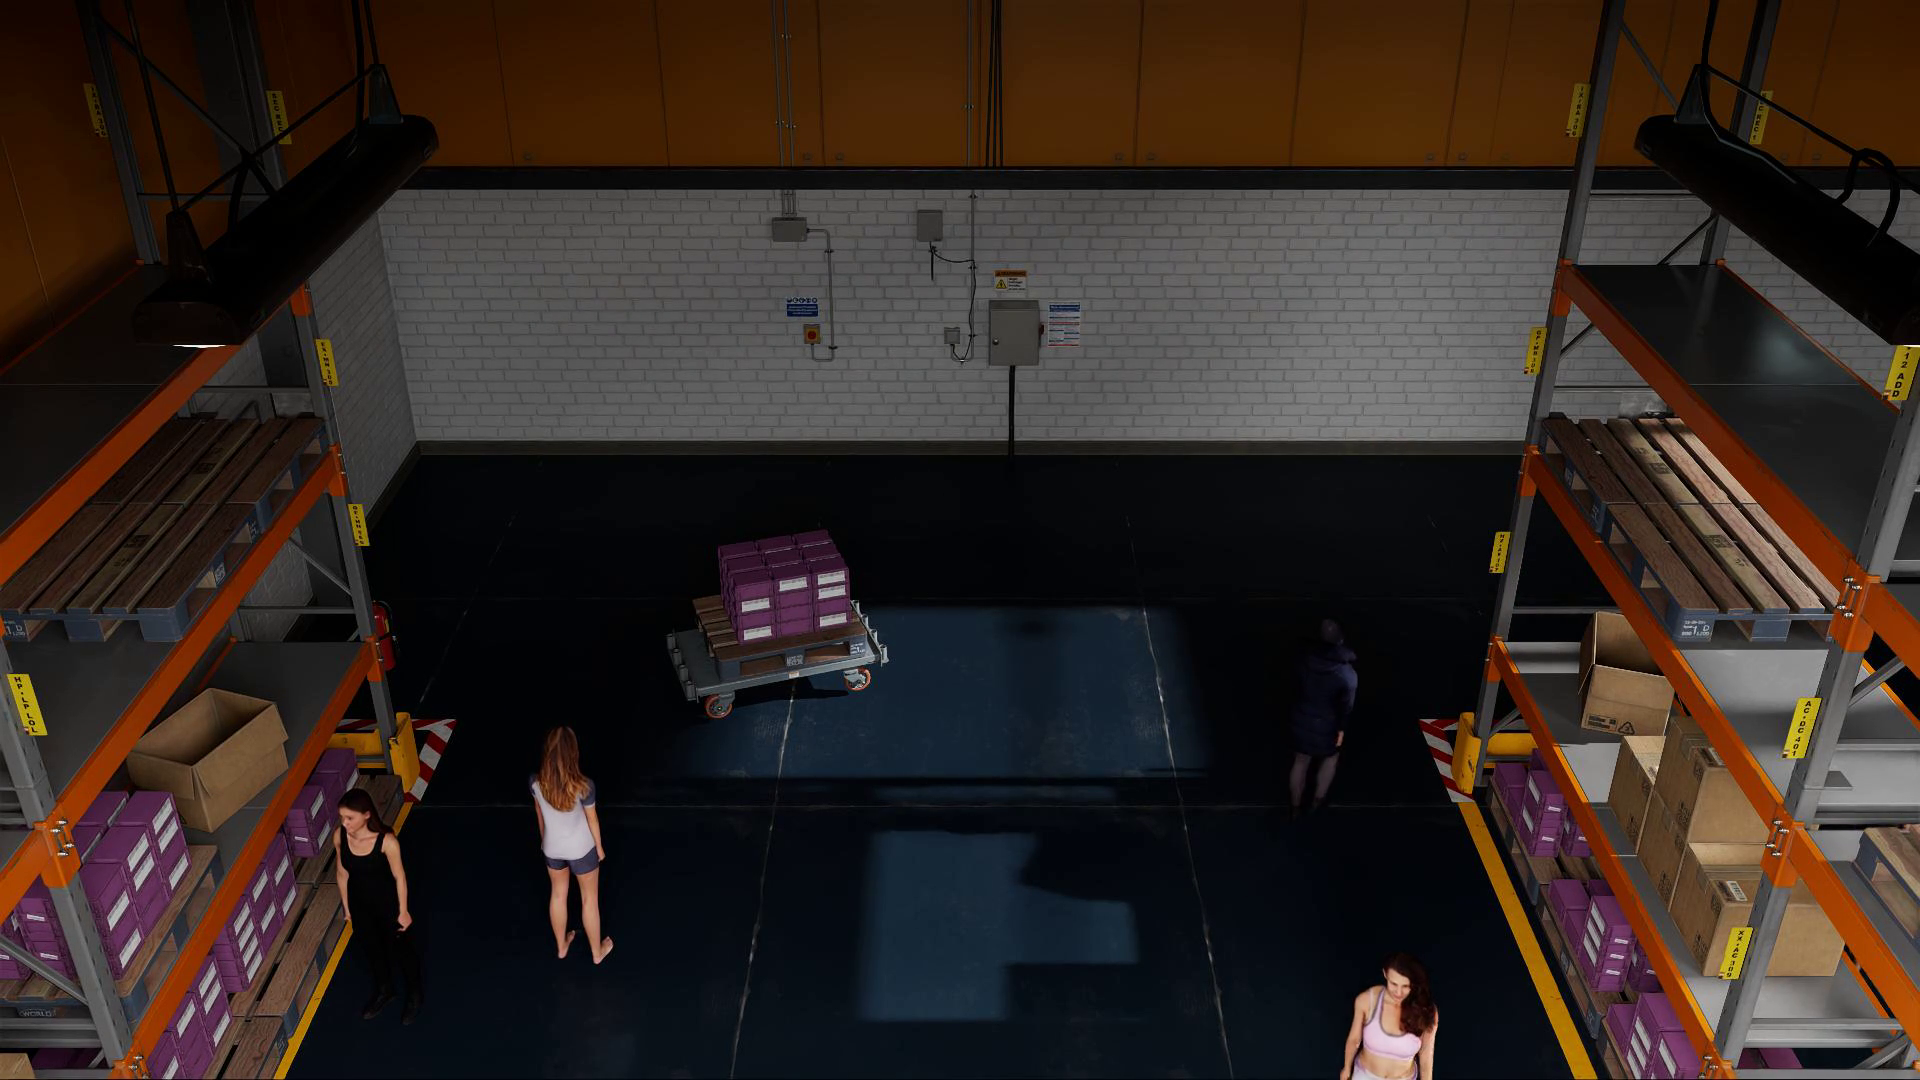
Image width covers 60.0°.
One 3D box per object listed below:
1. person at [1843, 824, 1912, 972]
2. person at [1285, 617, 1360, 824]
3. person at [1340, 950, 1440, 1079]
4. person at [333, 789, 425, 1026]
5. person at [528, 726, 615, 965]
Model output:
[{"bbox_3d":[5.652,2.159,10.263,0.606,1.555,0.610,3,29,6],"label":"person"},{"bbox_3d":[2.477,1.307,11.713,0.787,1.662,0.819,17,33,28],"label":"person"},{"bbox_3d":[2.253,2.834,8.846,0.764,1.725,1.176,6,29,11],"label":"person"},{"bbox_3d":[-3.514,2.201,10.047,0.637,1.688,0.603,6,29,11],"label":"person"},{"bbox_3d":[-2.467,1.937,10.489,0.638,1.727,0.610,6,29,12],"label":"person"}]
